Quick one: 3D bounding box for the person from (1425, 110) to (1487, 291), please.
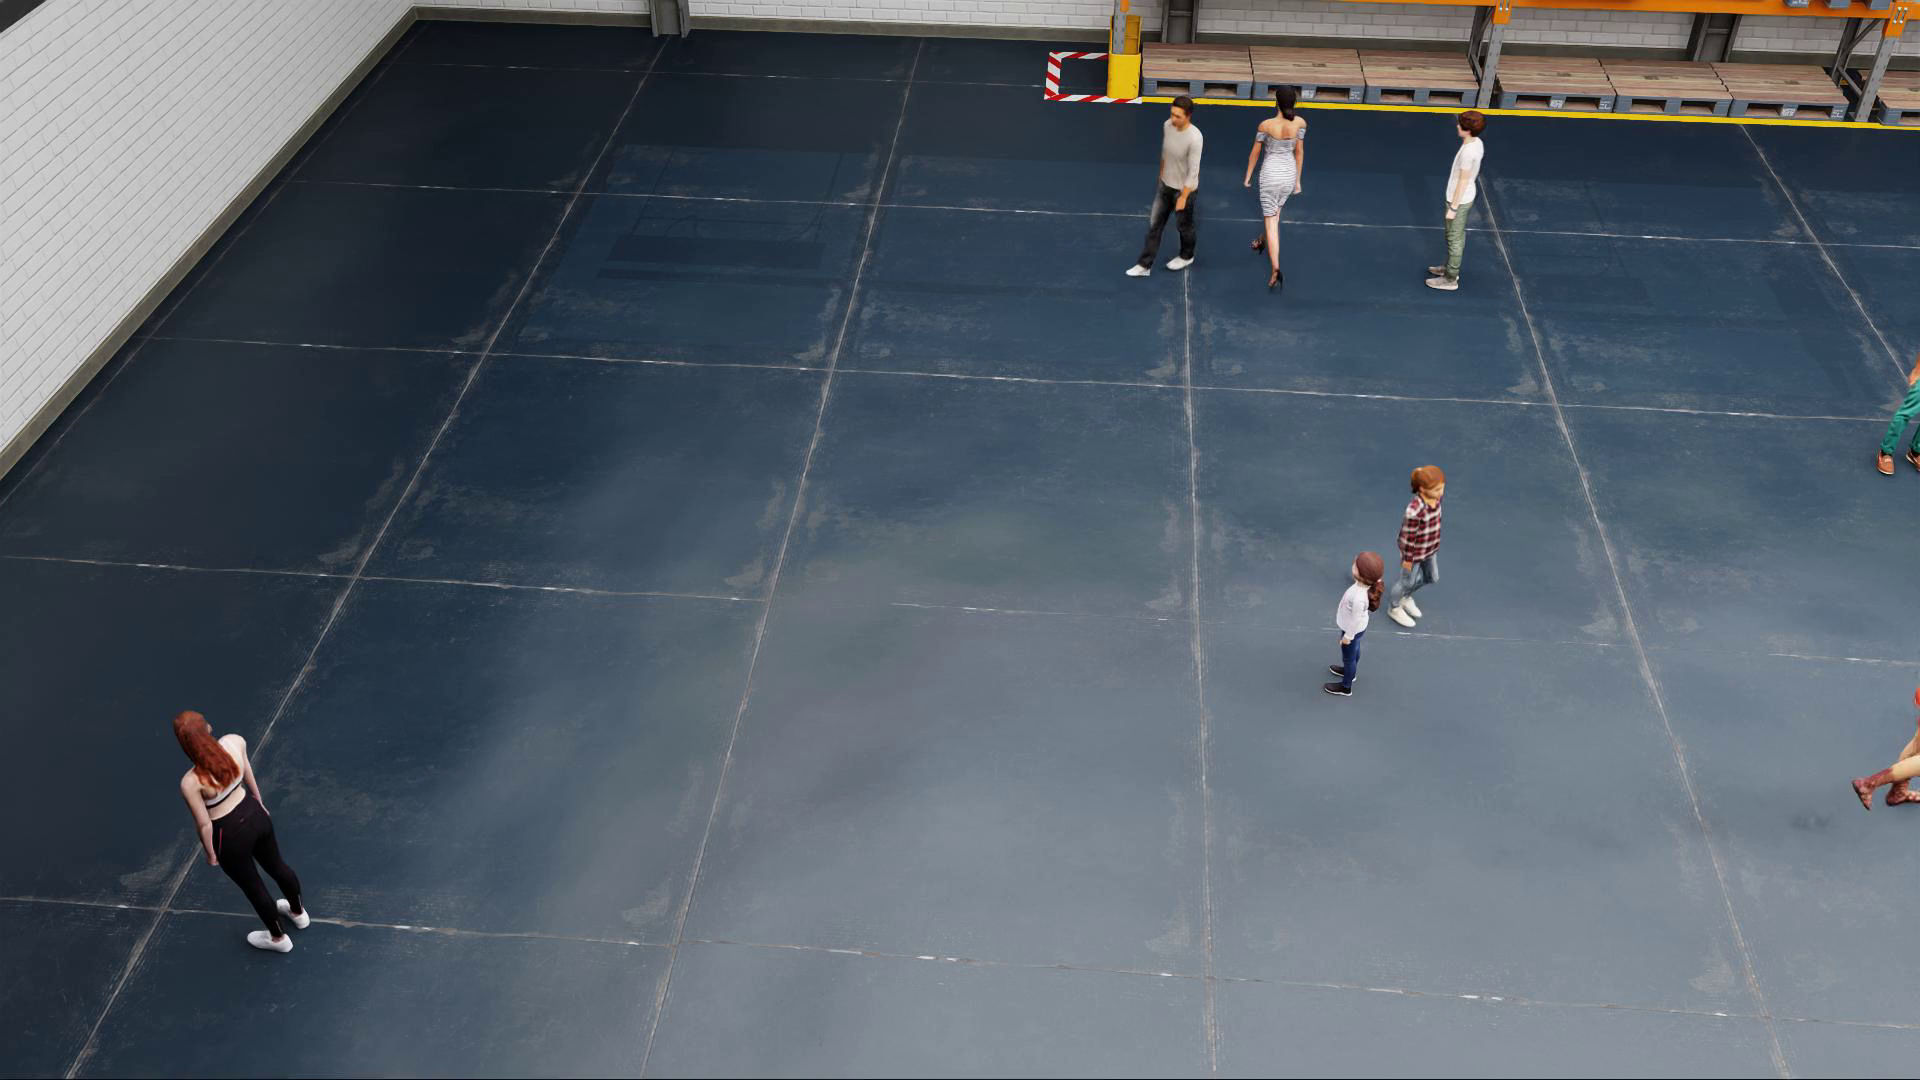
[{"bbox_3d":[4.412,-3.004,14.687,0.625,1.653,0.643,14,41,17],"label":"person"}]

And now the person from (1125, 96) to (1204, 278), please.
[{"bbox_3d":[2.017,-3.164,14.796,1.170,1.767,1.098,-24,44,-27],"label":"person"}]

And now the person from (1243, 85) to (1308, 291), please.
[{"bbox_3d":[2.814,-3.067,14.674,1.082,1.768,0.876,-7,39,-9],"label":"person"}]

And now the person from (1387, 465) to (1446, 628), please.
[{"bbox_3d":[3.032,0.007,11.202,0.623,1.296,0.678,-30,47,-32],"label":"person"}]

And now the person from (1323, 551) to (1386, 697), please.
[{"bbox_3d":[2.544,0.524,10.704,0.537,1.111,0.501,14,41,17],"label":"person"}]

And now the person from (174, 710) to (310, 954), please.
[{"bbox_3d":[-3.850,1.558,8.904,0.620,1.742,0.643,16,41,19],"label":"person"}]
